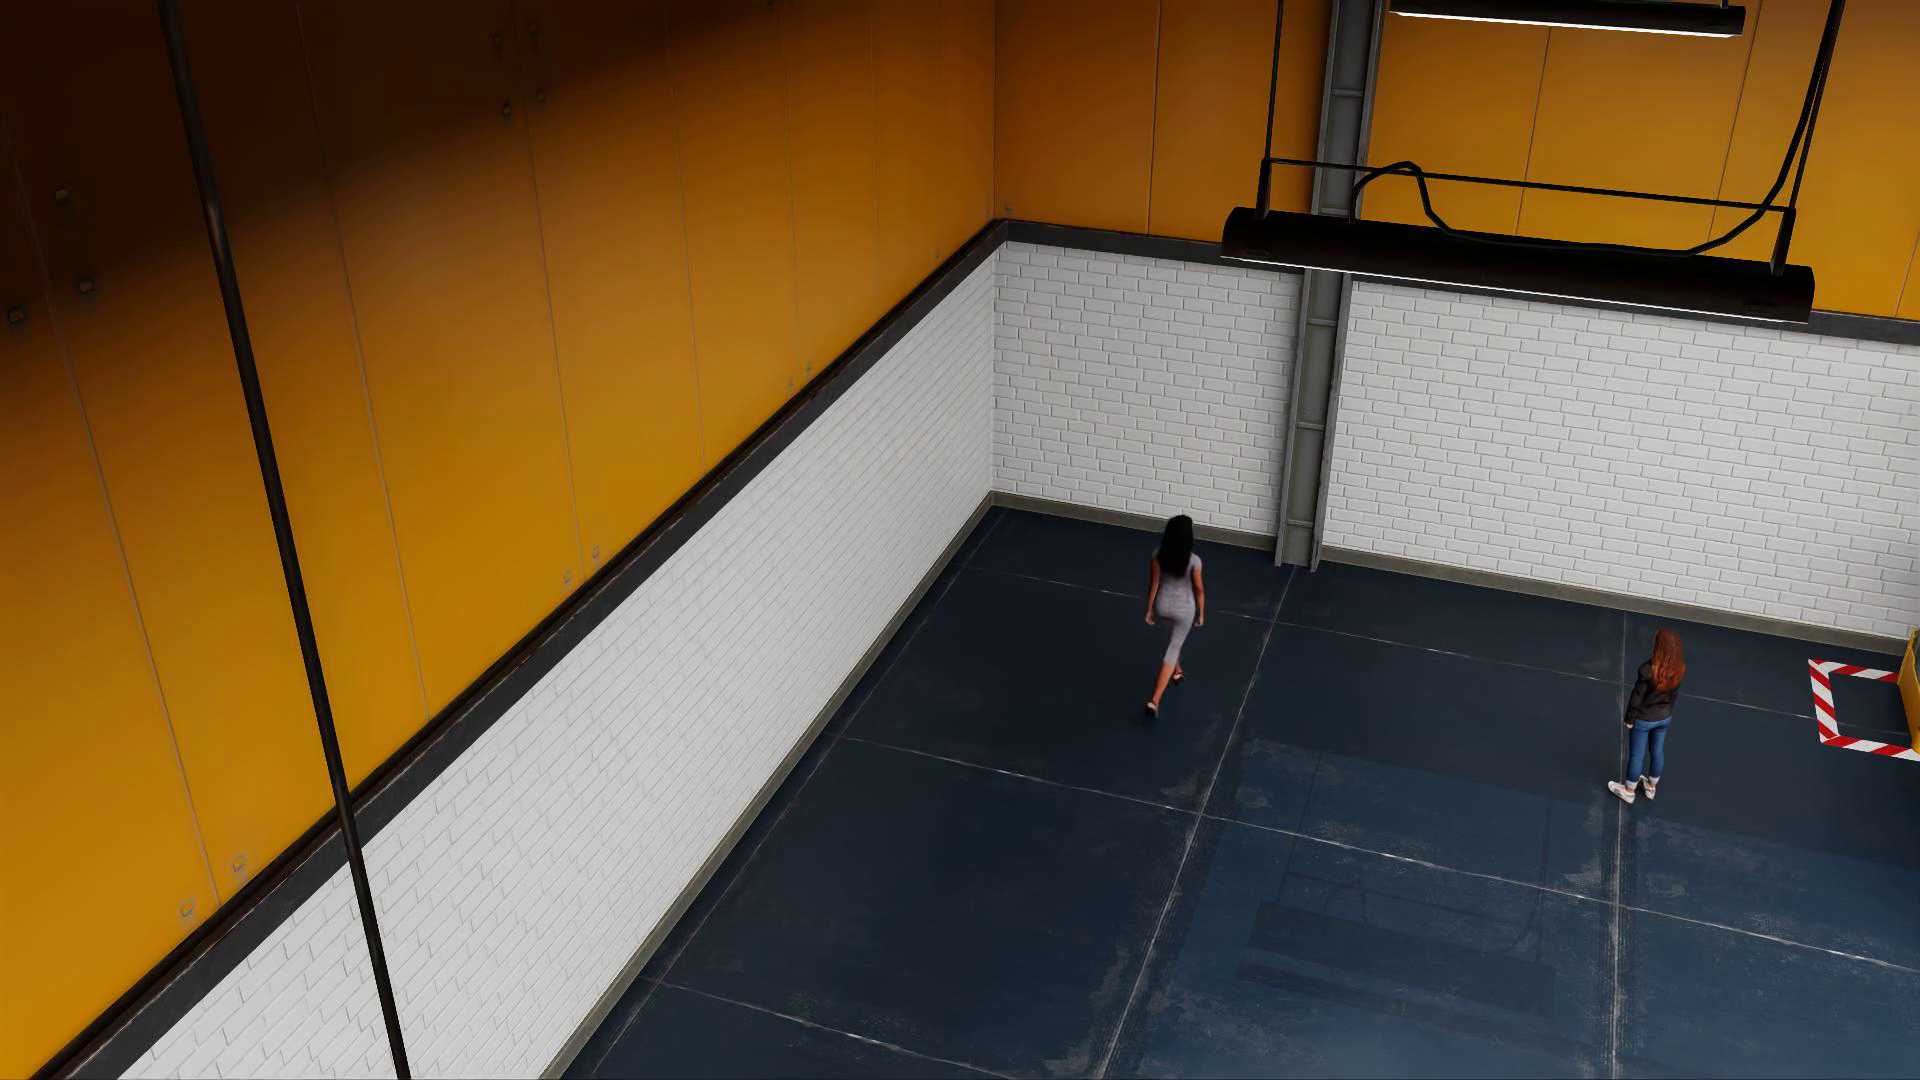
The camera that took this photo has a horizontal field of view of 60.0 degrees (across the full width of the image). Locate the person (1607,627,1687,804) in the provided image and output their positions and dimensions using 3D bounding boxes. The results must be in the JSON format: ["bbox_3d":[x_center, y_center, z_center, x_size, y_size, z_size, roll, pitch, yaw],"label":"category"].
[{"bbox_3d":[5.227,1.316,12.545,0.604,1.480,0.687,-9,30,-16],"label":"person"}]

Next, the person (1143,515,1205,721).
[{"bbox_3d":[1.695,0.663,13.474,1.080,1.738,0.793,16,33,27],"label":"person"}]
